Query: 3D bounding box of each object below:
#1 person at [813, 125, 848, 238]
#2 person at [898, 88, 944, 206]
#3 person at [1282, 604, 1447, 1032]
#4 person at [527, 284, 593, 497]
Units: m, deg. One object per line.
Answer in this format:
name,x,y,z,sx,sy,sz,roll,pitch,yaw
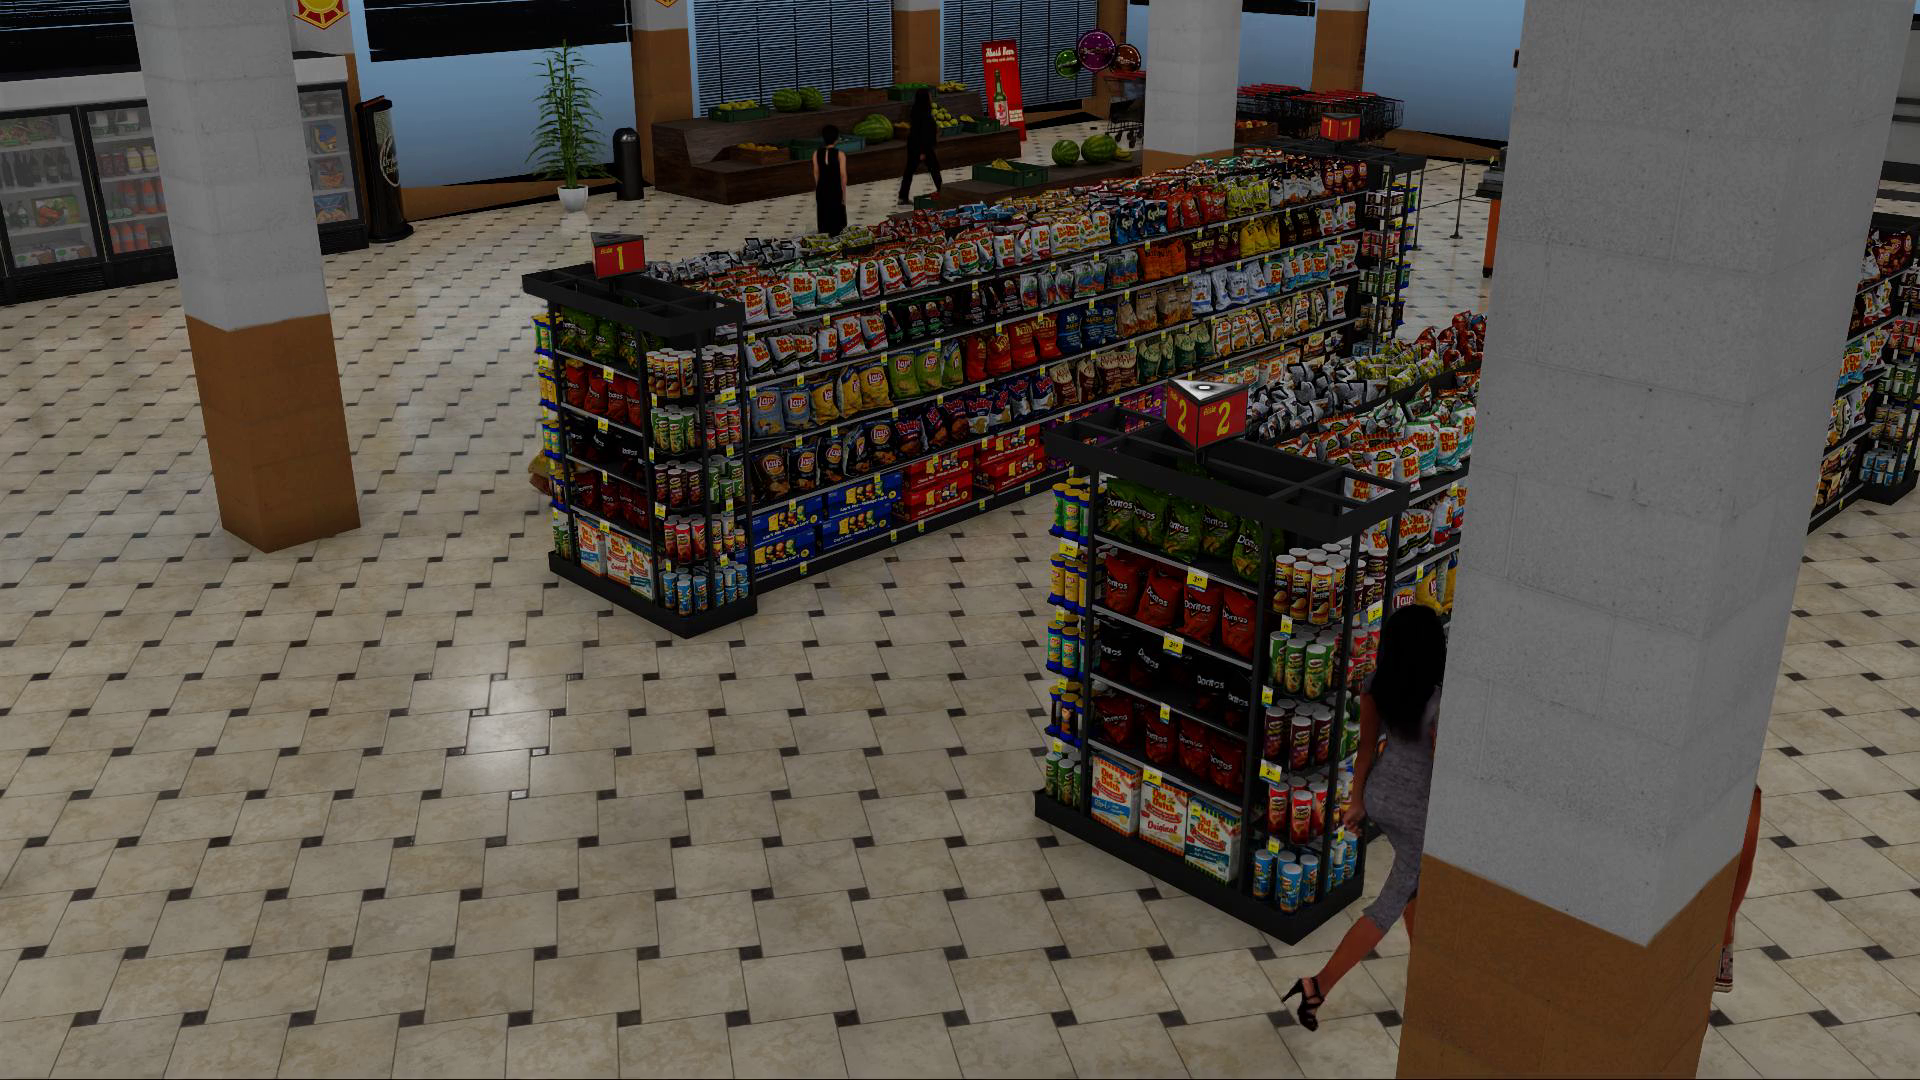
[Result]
person,-1.563,-4.031,19.506,0.759,1.585,0.833,4,22,11
person,-0.607,-5.338,22.786,1.169,1.565,0.810,-12,25,-28
person,1.645,1.132,6.450,1.165,1.738,0.780,-11,25,-26
person,-2.855,-1.100,12.158,1.138,1.625,0.704,-19,29,-40
